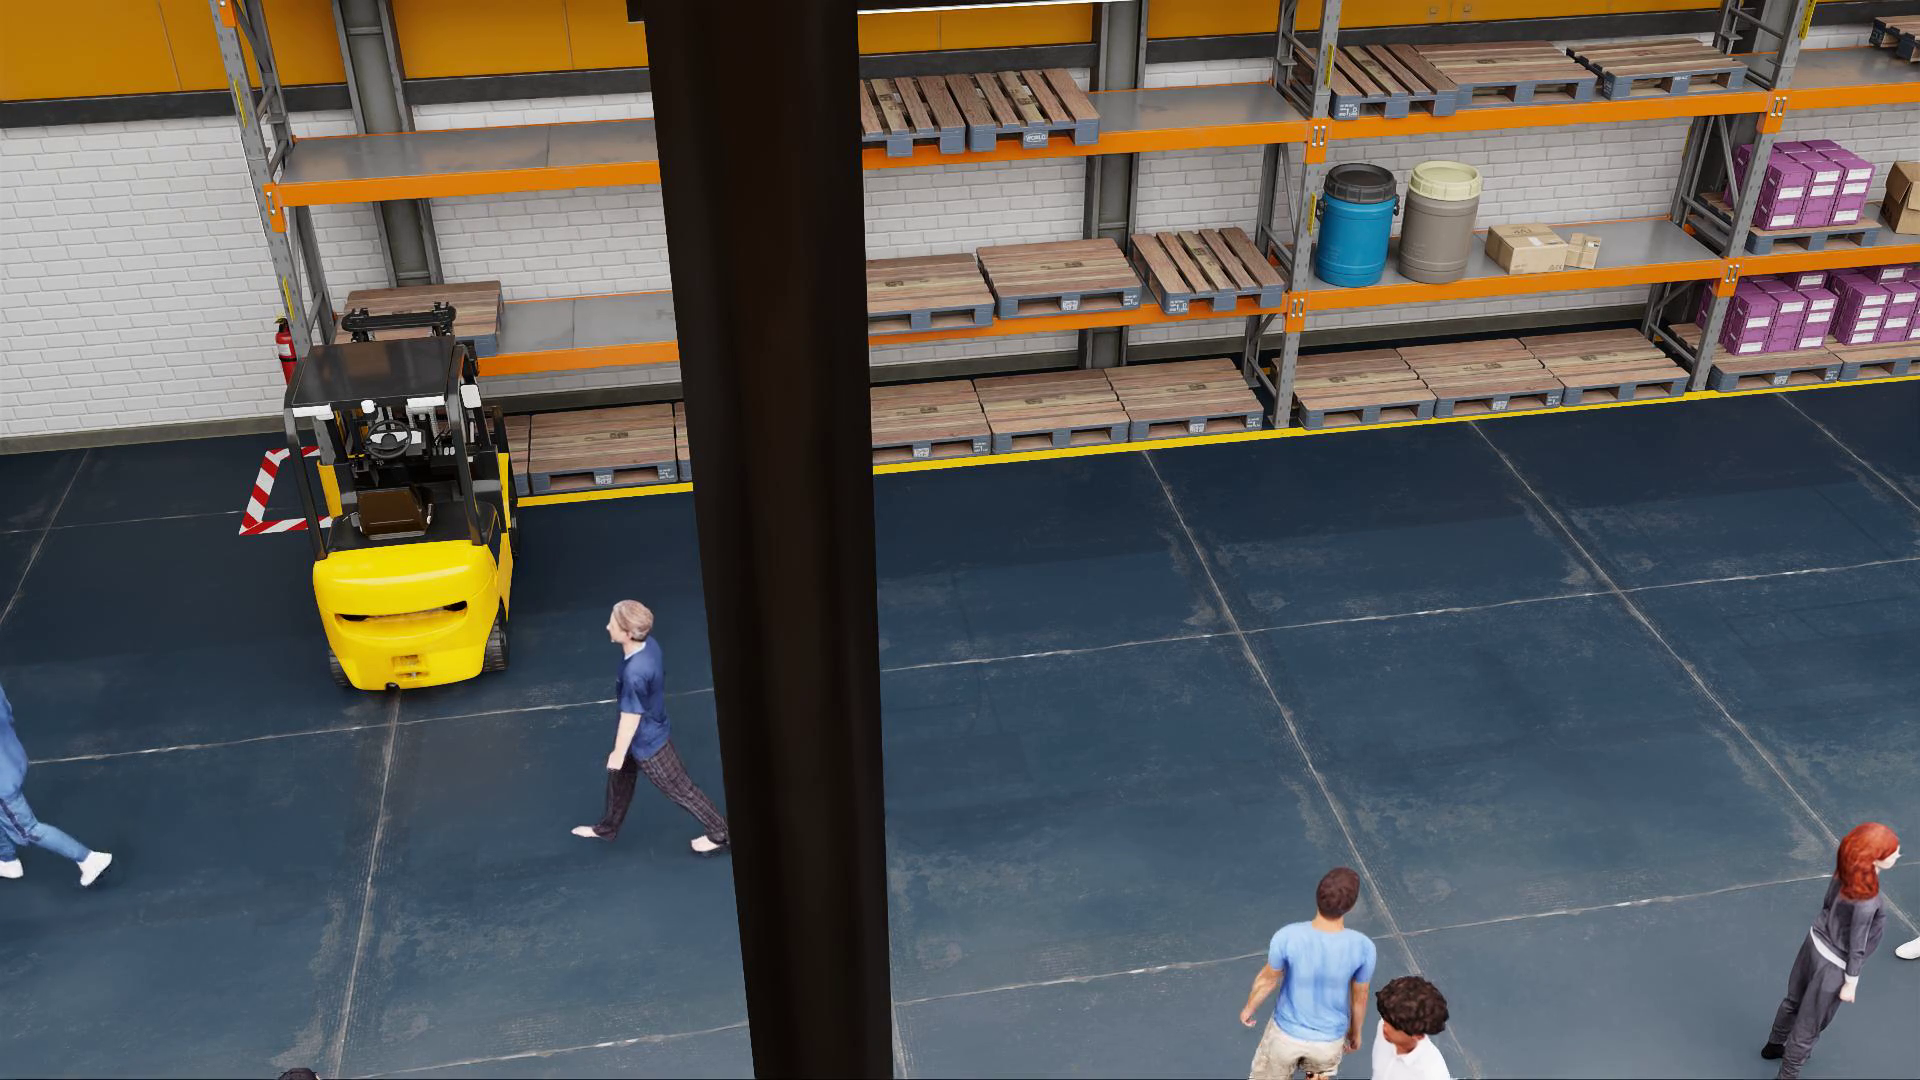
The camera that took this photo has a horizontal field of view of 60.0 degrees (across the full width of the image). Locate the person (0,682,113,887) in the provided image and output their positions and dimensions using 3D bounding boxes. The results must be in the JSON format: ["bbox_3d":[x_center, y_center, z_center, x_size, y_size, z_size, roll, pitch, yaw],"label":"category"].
[{"bbox_3d":[-5.485,1.337,9.596,1.118,1.785,0.727,-3,34,-5],"label":"person"}]

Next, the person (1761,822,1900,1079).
[{"bbox_3d":[4.414,2.118,8.425,0.619,1.780,0.640,6,34,8],"label":"person"}]

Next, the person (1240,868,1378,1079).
[{"bbox_3d":[1.682,2.389,7.961,0.775,1.843,0.887,1,34,1],"label":"person"}]

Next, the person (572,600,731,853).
[{"bbox_3d":[-1.755,1.173,9.816,1.201,1.814,0.672,-5,34,-7],"label":"person"}]

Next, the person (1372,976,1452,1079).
[{"bbox_3d":[2.080,2.675,7.597,1.214,1.769,0.813,-14,36,-20],"label":"person"}]
